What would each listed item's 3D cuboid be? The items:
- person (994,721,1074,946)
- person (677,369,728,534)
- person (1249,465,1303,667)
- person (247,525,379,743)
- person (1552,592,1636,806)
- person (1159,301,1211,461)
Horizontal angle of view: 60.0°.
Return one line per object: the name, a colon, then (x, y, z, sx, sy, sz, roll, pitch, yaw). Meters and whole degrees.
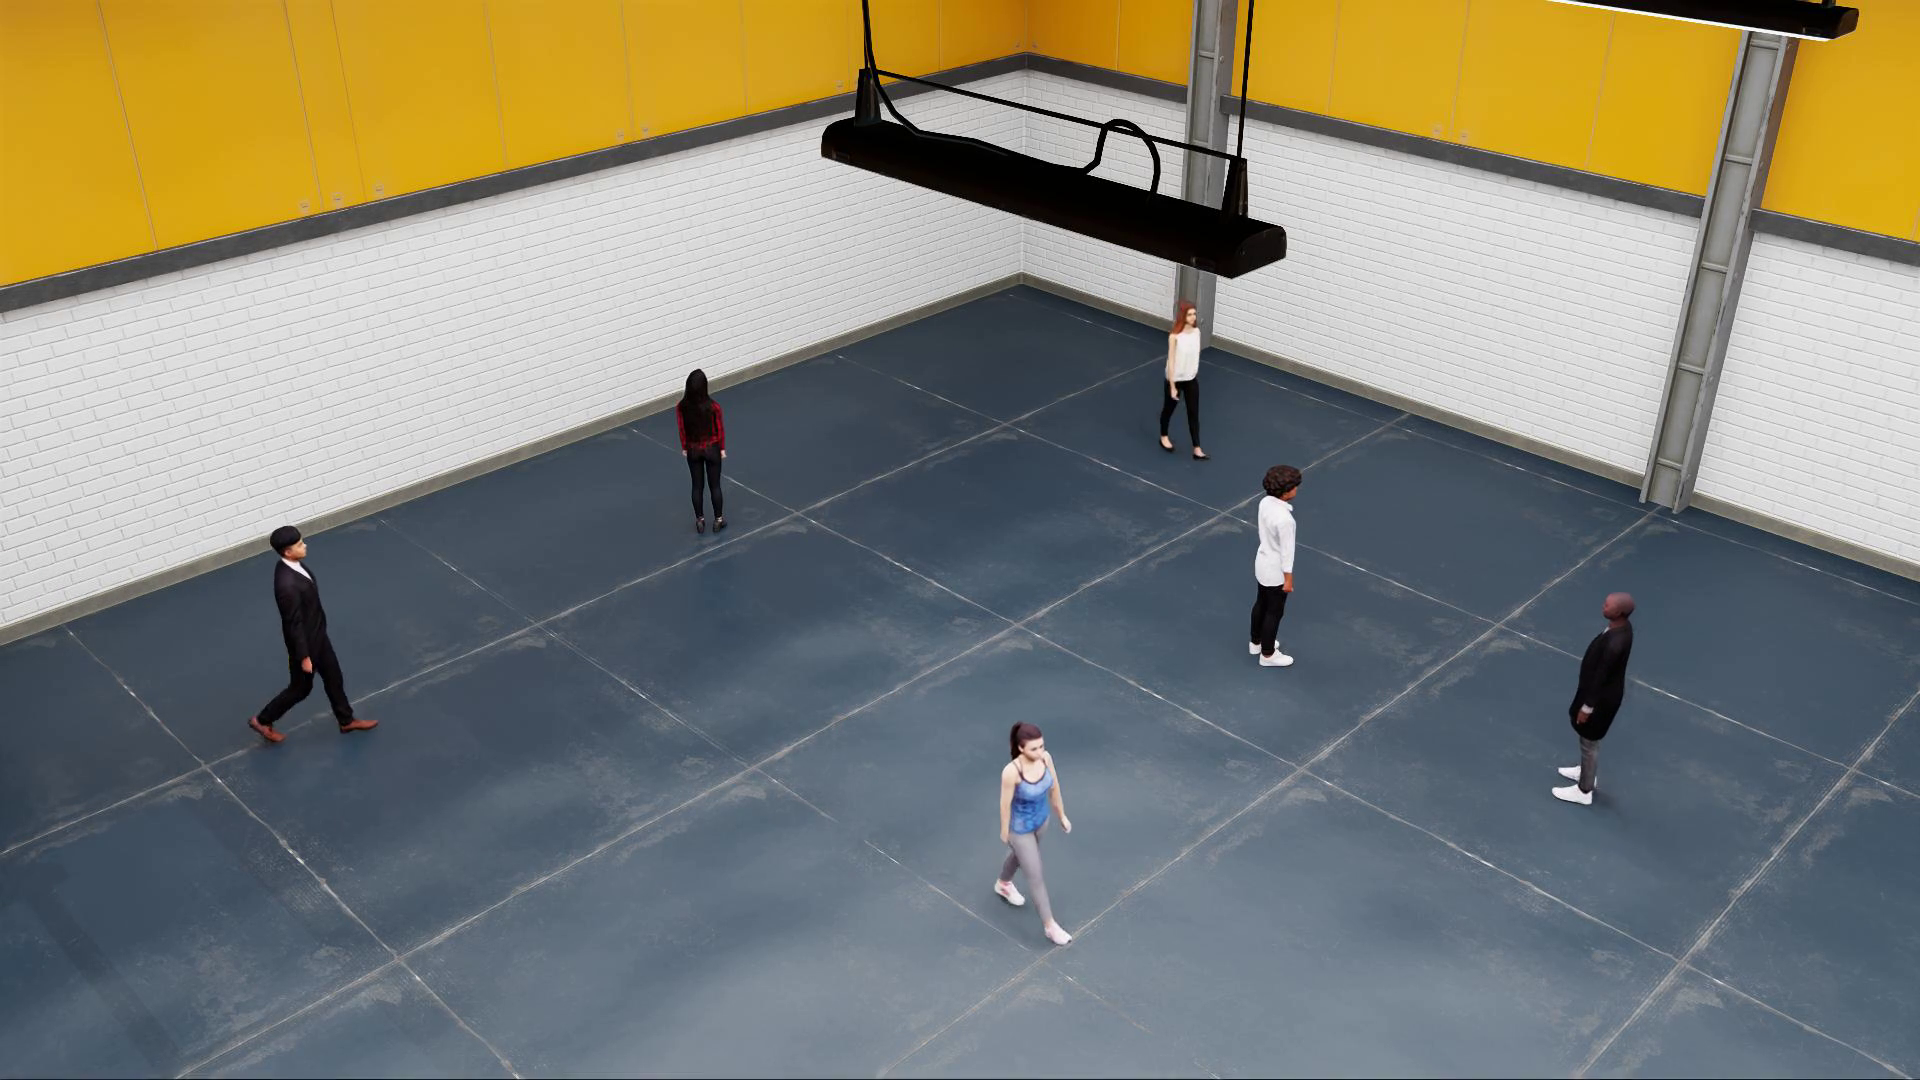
person: (0.407, 1.855, 10.993, 0.585, 1.570, 1.014, -24, 37, -37)
person: (-2.443, -0.841, 15.845, 0.650, 1.658, 0.717, 1, 29, 2)
person: (2.606, 0.201, 13.775, 0.787, 1.810, 0.681, -7, 29, -13)
person: (-5.111, 0.759, 12.704, 1.178, 1.855, 1.238, -6, 29, -11)
person: (4.673, 1.162, 12.064, 0.667, 1.761, 0.704, 15, 32, 26)
person: (2.248, -1.684, 17.356, 0.820, 1.690, 1.064, -11, 31, -20)
